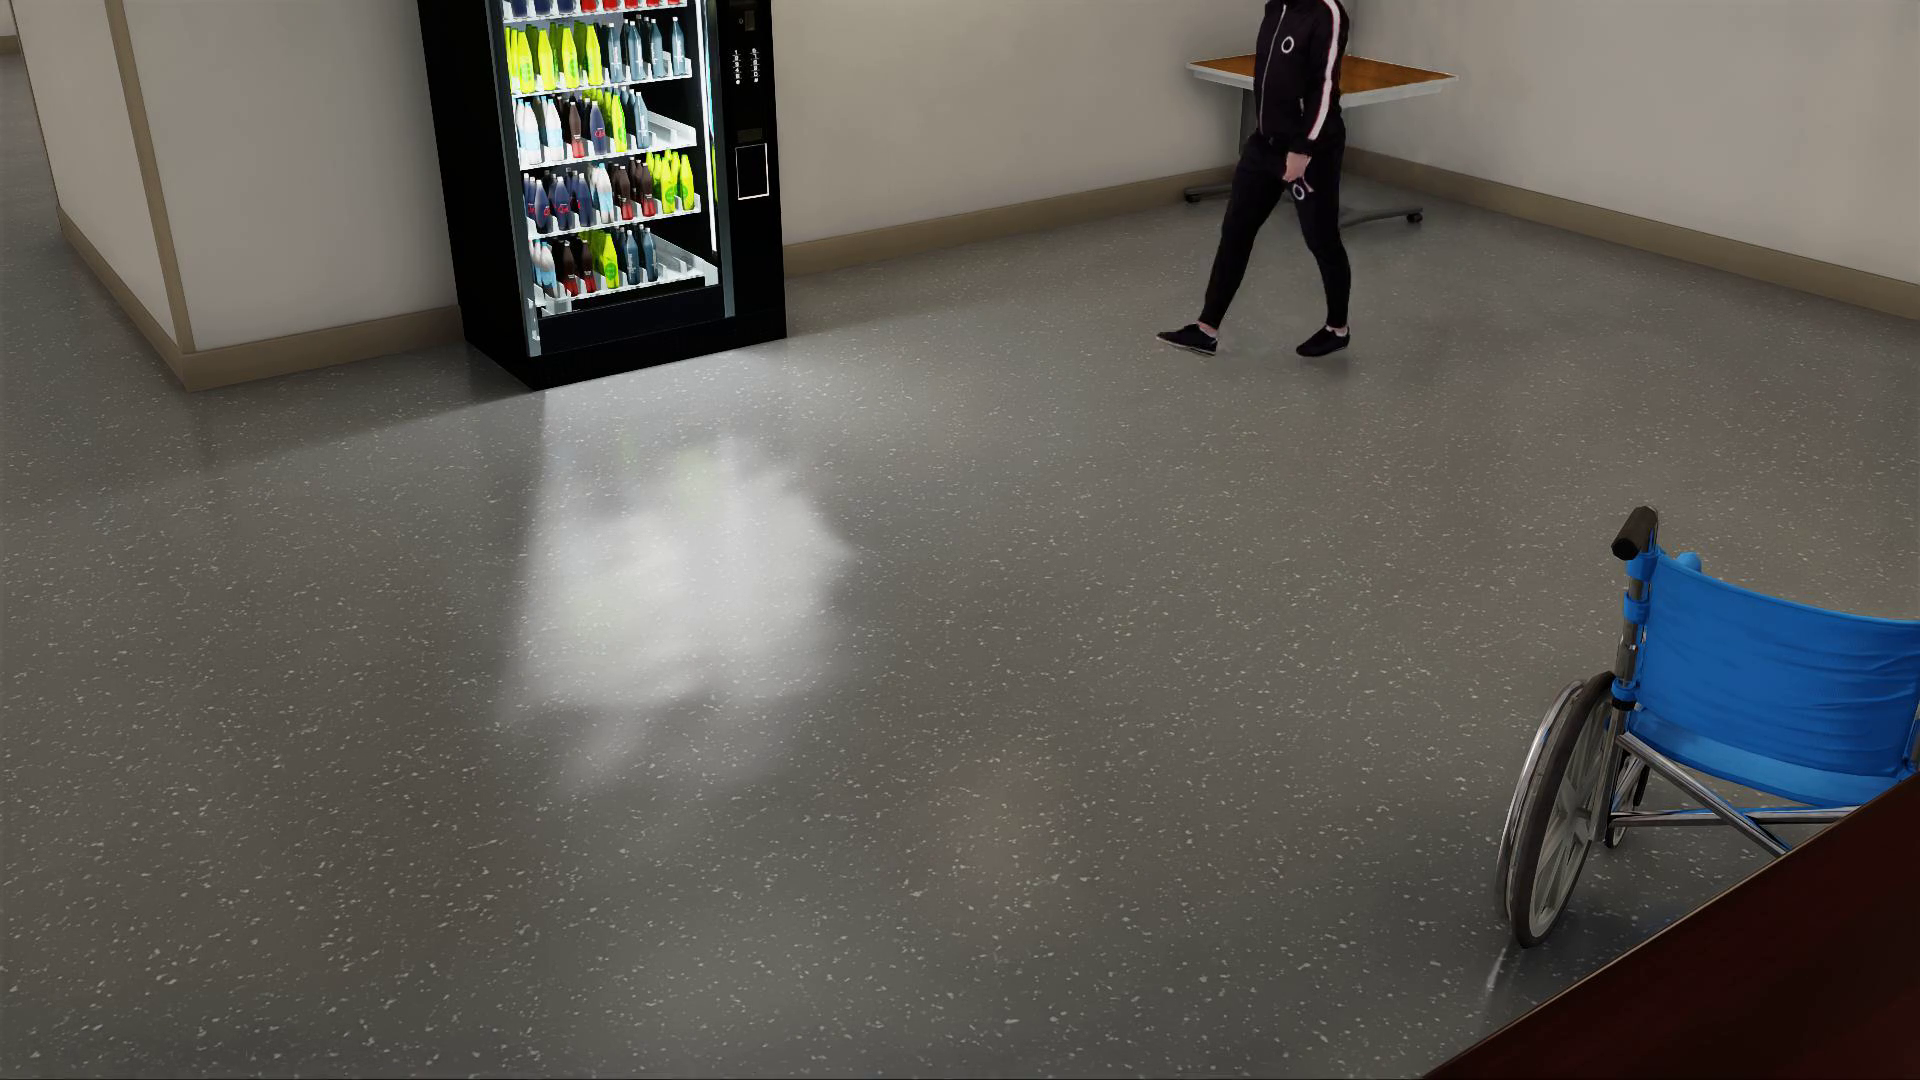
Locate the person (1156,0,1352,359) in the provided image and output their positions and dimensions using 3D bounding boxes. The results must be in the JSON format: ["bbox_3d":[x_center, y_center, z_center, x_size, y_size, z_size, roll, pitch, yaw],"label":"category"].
[{"bbox_3d":[1.487,-1.597,6.936,1.174,1.788,0.842,-11,28,-22],"label":"person"}]
